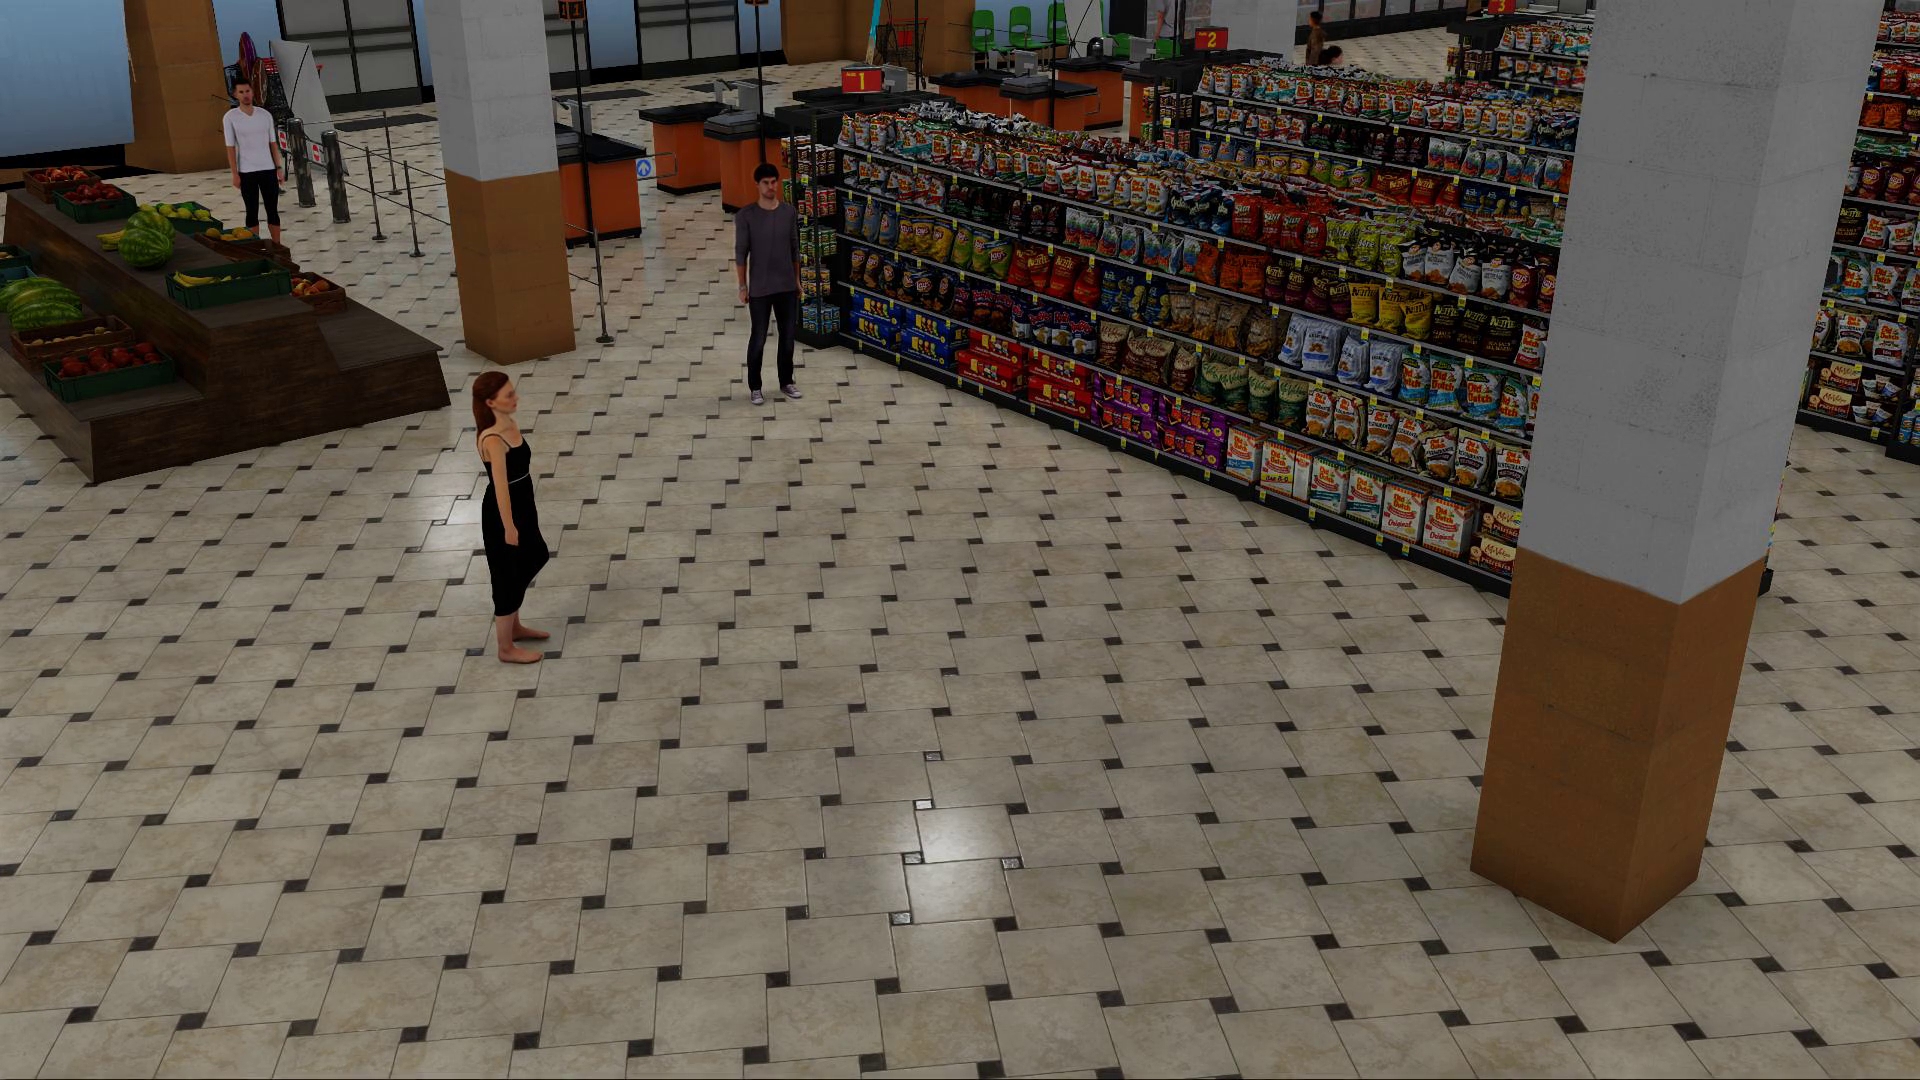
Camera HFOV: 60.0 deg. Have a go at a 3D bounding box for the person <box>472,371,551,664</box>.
[{"bbox_3d":[-2.441,-0.131,8.944,0.728,1.623,0.656,-1,24,-2],"label":"person"}]

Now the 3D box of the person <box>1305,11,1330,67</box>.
[{"bbox_3d":[5.557,-7.520,26.038,0.674,1.455,0.656,11,26,24],"label":"person"}]

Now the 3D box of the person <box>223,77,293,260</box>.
[{"bbox_3d":[-7.203,-3.786,17.011,0.654,1.852,0.547,-18,29,-35],"label":"person"}]

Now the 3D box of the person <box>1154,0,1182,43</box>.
[{"bbox_3d":[3.485,-8.555,27.866,0.664,1.886,0.531,-19,30,-37],"label":"person"}]

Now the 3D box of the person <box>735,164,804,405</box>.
[{"bbox_3d":[-1.467,-1.996,12.921,0.719,1.851,0.595,-12,26,-26],"label":"person"}]
